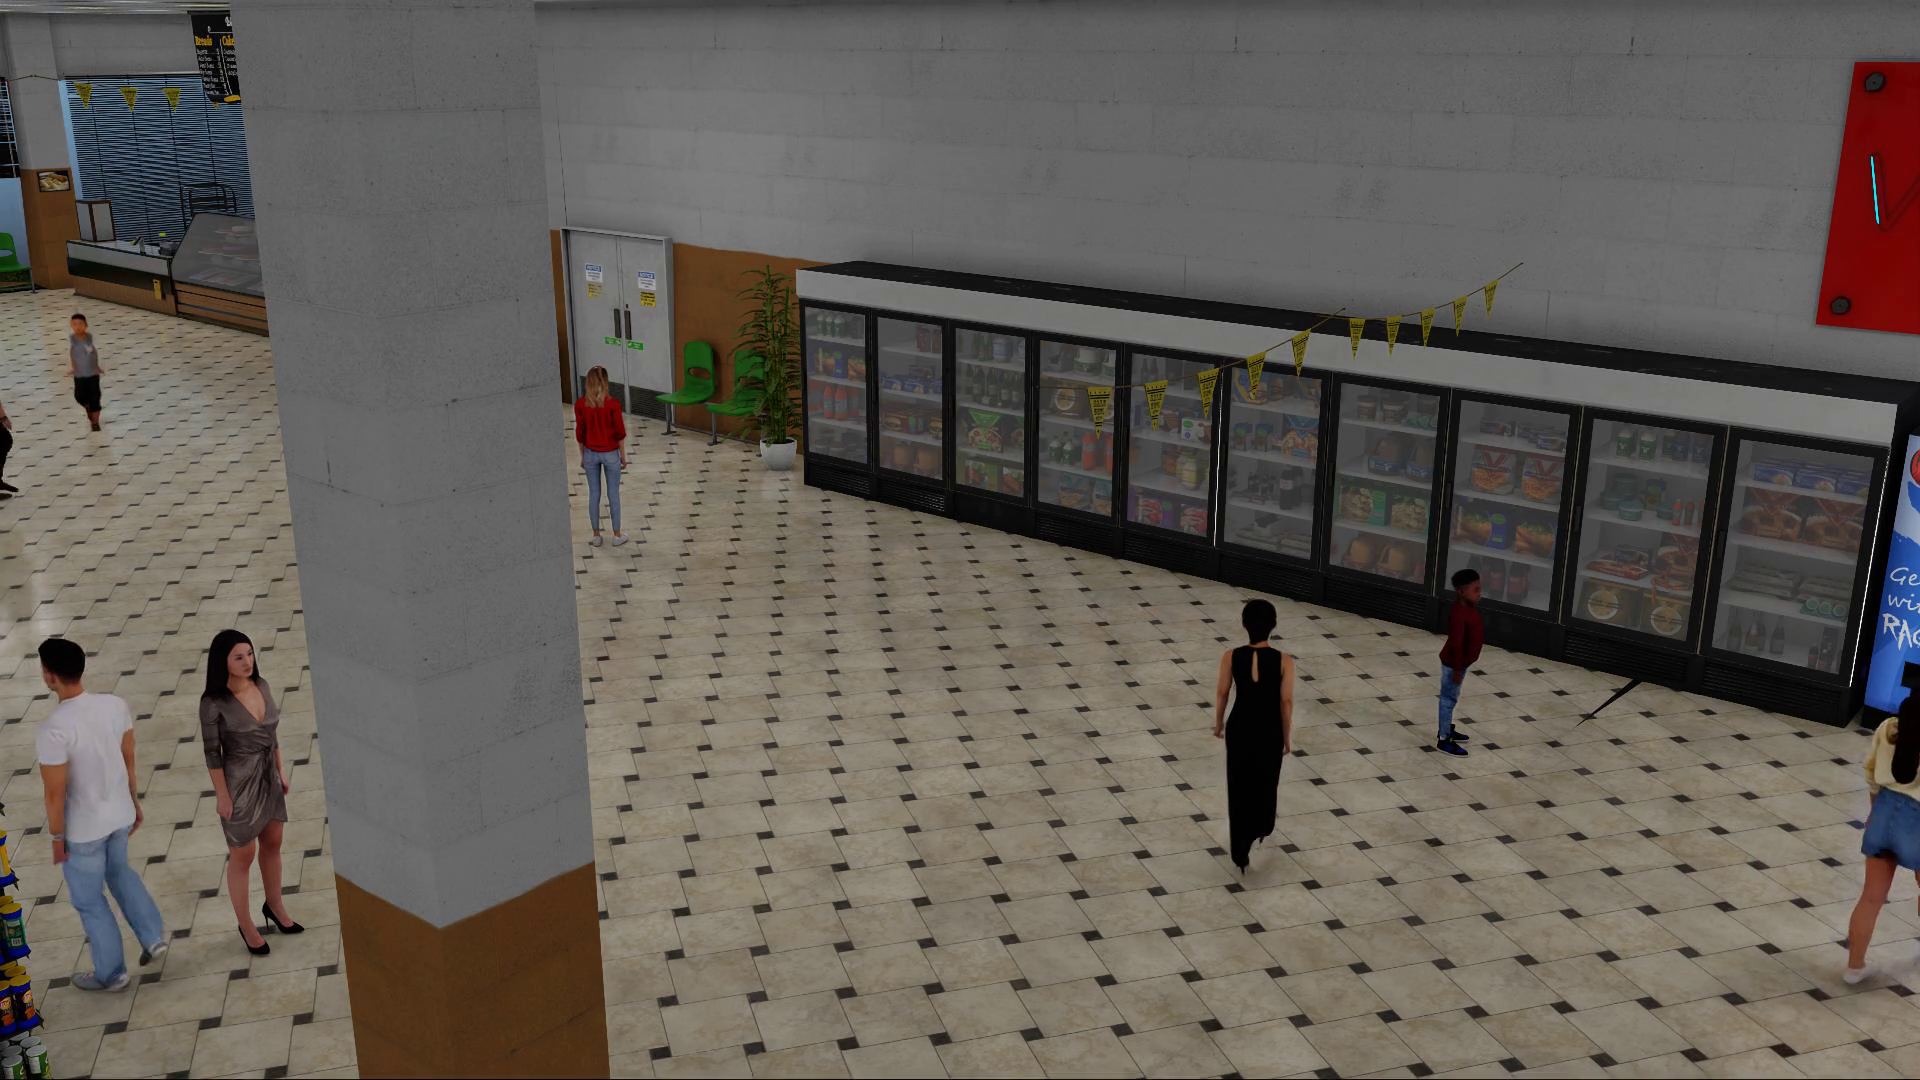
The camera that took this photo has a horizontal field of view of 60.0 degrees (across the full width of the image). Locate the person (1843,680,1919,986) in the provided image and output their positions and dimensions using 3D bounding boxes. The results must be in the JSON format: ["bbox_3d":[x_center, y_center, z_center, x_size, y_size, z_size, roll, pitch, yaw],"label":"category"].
[{"bbox_3d":[4.635,1.478,8.257,1.141,1.591,0.874,-10,20,-31],"label":"person"}]

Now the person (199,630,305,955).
[{"bbox_3d":[-3.680,1.288,8.613,0.702,1.747,0.542,7,18,22],"label":"person"}]

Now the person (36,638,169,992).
[{"bbox_3d":[-4.174,1.373,8.159,0.854,1.849,0.778,6,18,19],"label":"person"}]

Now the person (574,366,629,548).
[{"bbox_3d":[-3.339,-0.781,15.499,0.683,1.704,0.716,0,17,1],"label":"person"}]

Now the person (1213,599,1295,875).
[{"bbox_3d":[1.646,1.140,9.399,0.831,1.574,0.990,4,17,14],"label":"person"}]

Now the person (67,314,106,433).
[{"bbox_3d":[-10.666,-2.090,20.273,0.990,1.437,0.878,-9,19,-26],"label":"person"}]

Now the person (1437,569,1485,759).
[{"bbox_3d":[3.303,0.794,11.087,0.624,1.254,0.507,7,18,21],"label":"person"}]
